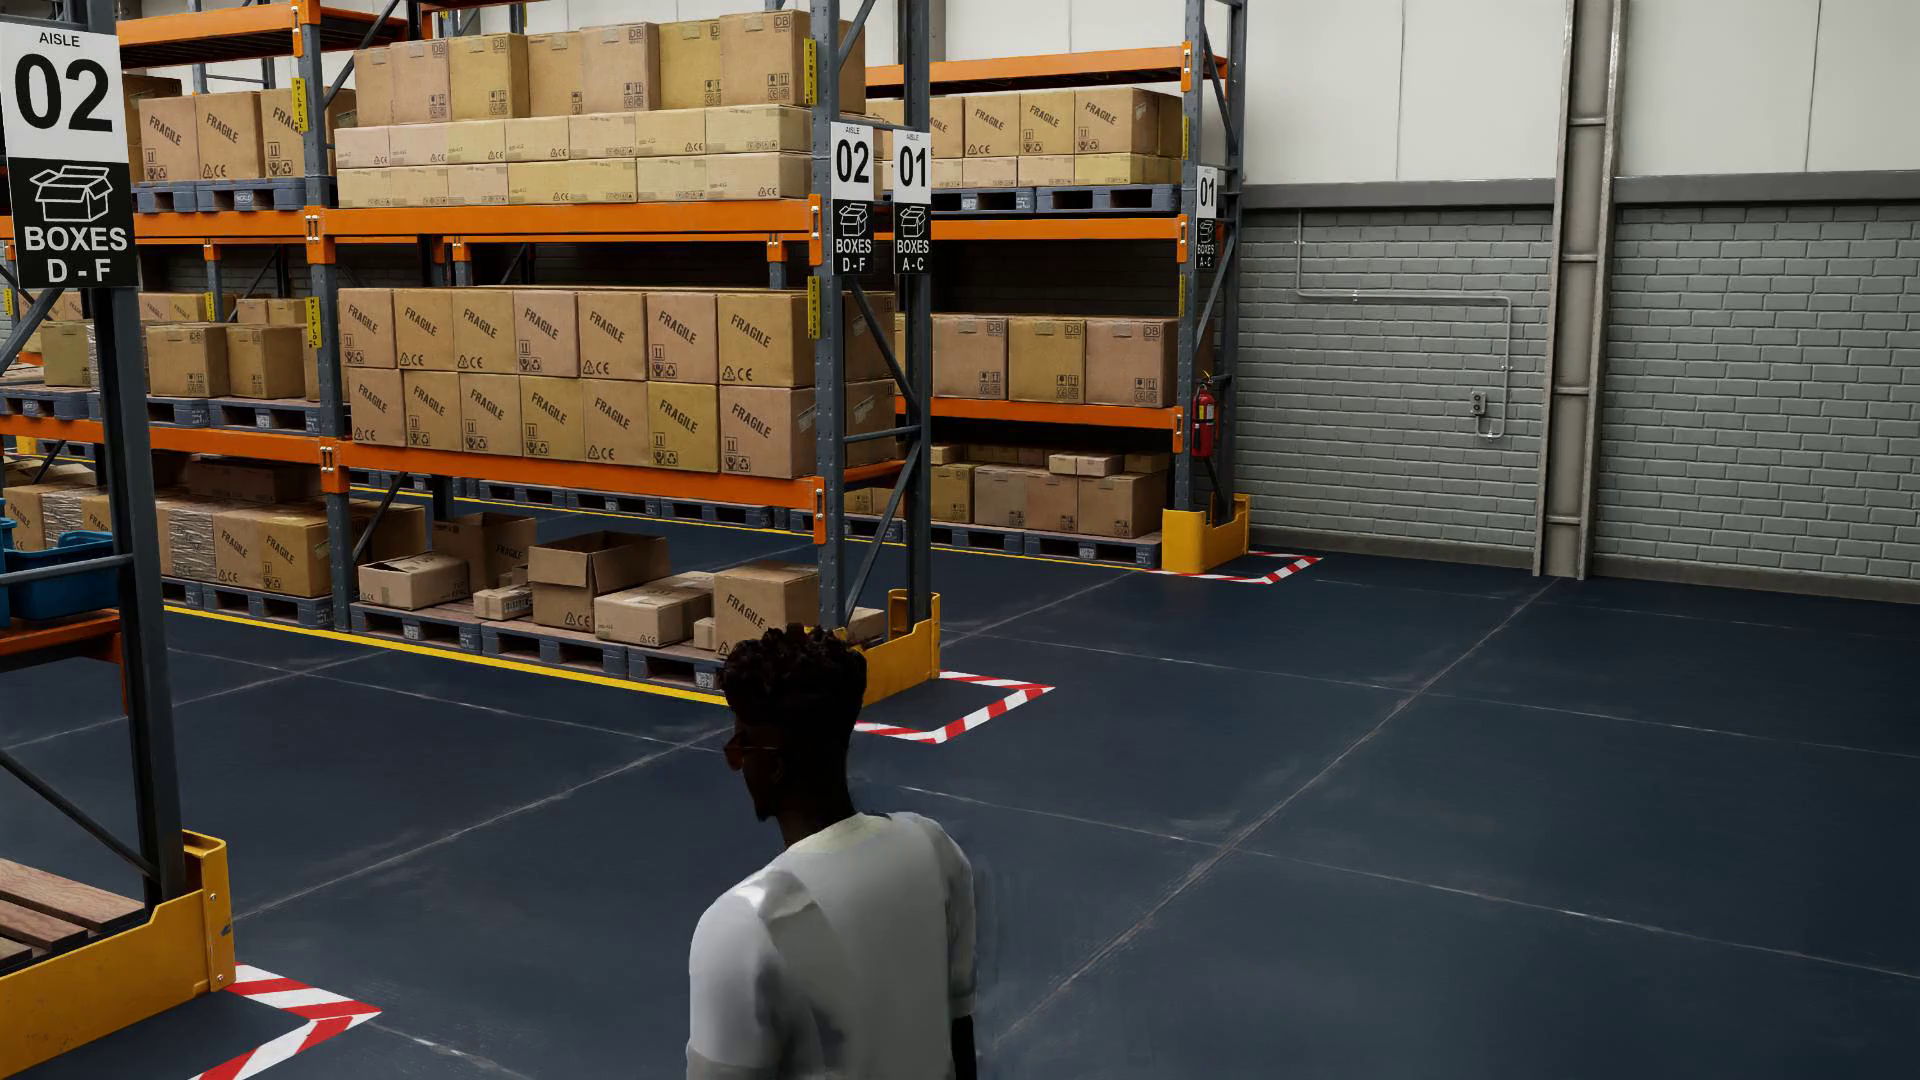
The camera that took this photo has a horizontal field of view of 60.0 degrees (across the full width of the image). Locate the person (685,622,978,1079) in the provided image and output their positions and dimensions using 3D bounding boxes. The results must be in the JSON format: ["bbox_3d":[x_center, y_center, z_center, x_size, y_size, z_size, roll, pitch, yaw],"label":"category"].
[{"bbox_3d":[-0.235,1.099,2.795,0.515,1.943,0.610,5,11,29],"label":"person"}]
